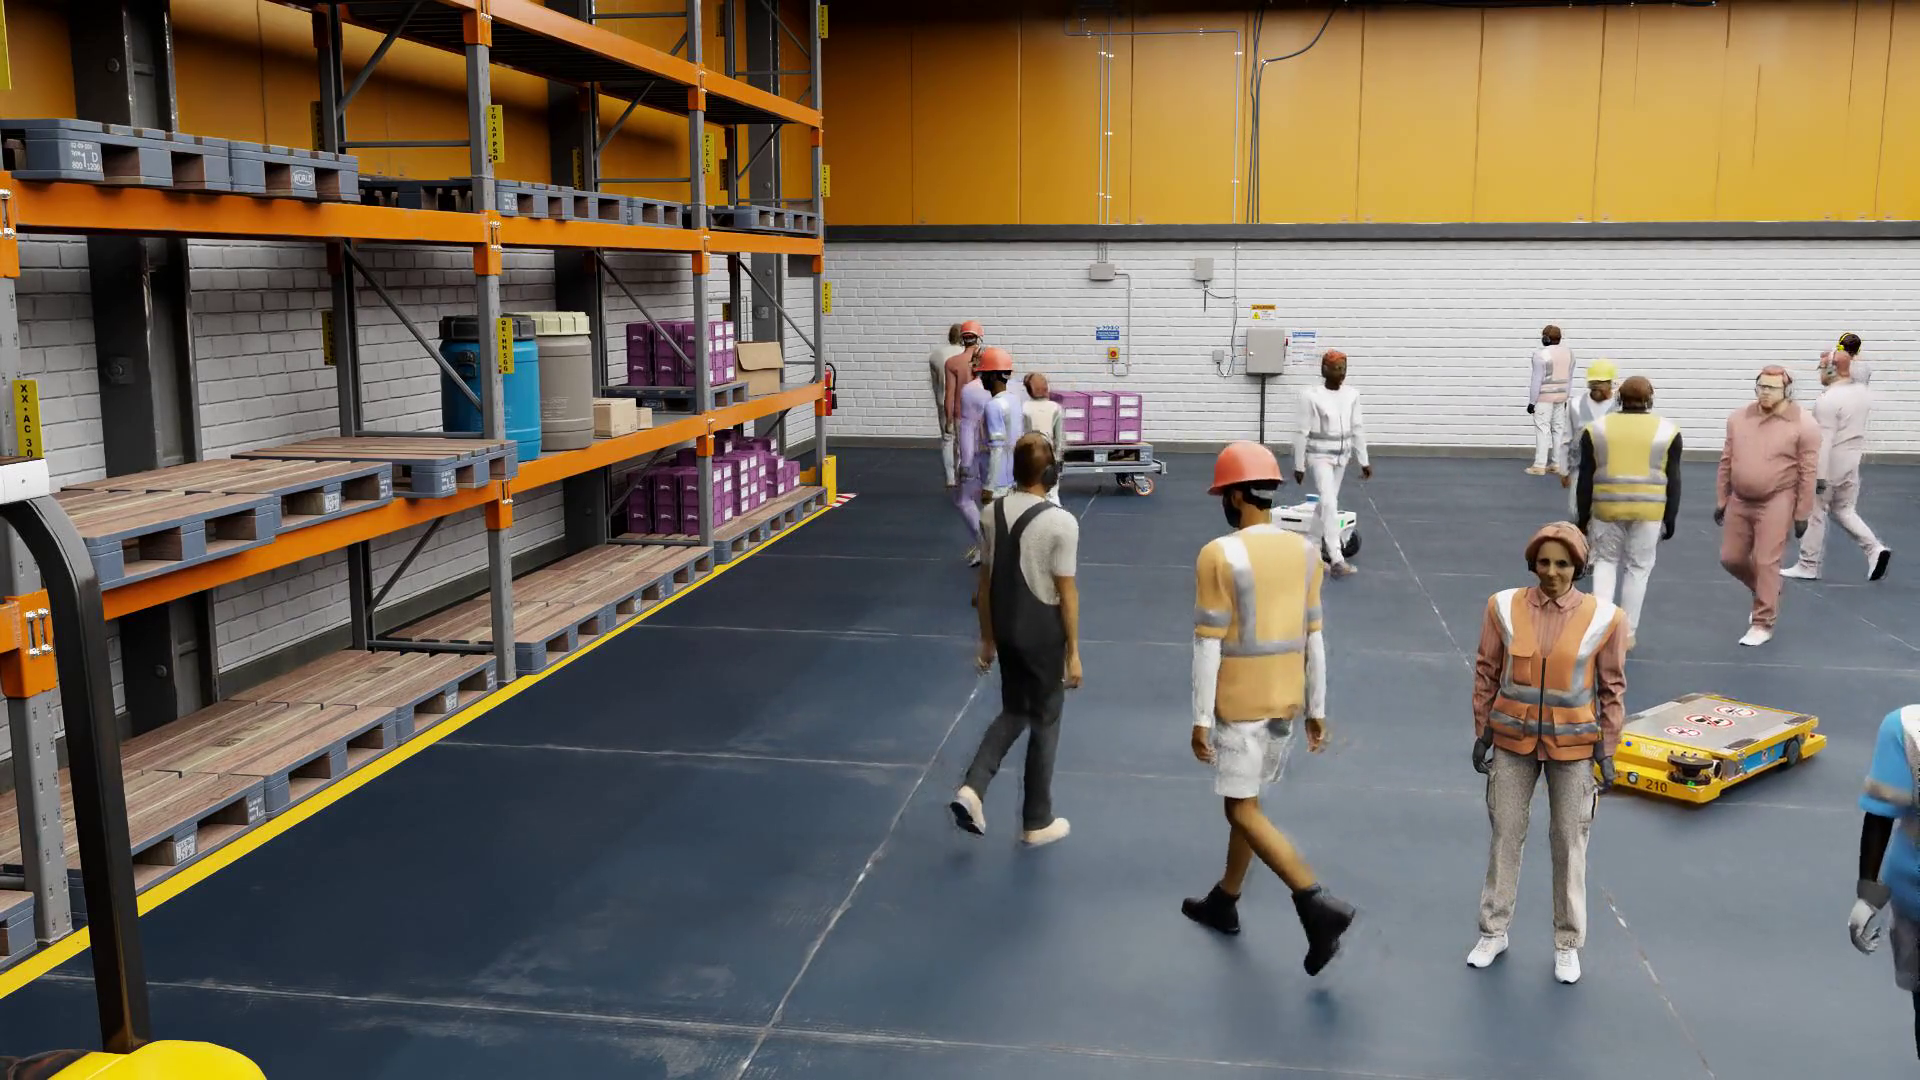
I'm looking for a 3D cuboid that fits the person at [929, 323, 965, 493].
[{"bbox_3d":[-0.034,-1.506,18.941,0.622,1.906,0.682,3,10,19],"label":"person"}]

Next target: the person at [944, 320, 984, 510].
[{"bbox_3d":[0.131,-1.288,17.357,0.608,1.988,0.392,-1,9,-8],"label":"person"}]

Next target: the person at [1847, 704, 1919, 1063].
[{"bbox_3d":[2.625,0.988,4.353,0.542,1.646,0.890,7,12,38],"label":"person"}]

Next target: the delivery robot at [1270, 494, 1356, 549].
[{"bbox_3d":[3.066,-0.155,14.483,0.707,0.478,0.477,6,11,33],"label":"delivery robot"}]

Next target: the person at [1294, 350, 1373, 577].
[{"bbox_3d":[3.121,-0.621,13.675,0.582,1.846,0.910,-5,11,-29],"label":"person"}]

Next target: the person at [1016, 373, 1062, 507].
[{"bbox_3d":[0.713,-0.707,14.980,0.524,1.598,0.877,-4,10,-22],"label":"person"}]

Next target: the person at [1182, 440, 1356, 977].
[{"bbox_3d":[1.135,0.601,6.026,0.573,1.896,0.843,-6,11,-31],"label":"person"}]

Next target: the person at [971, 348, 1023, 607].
[{"bbox_3d":[0.269,-0.463,12.417,0.356,1.936,0.551,3,10,18],"label":"person"}]

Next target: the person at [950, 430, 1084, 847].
[{"bbox_3d":[0.263,0.447,7.131,0.518,1.830,0.518,9,13,43],"label":"person"}]

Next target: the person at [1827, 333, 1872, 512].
[{"bbox_3d":[9.110,-1.200,17.178,0.514,1.872,0.328,-2,9,-12],"label":"person"}]

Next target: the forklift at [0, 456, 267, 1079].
[{"bbox_3d":[-2.328,0.975,2.765,2.313,2.155,1.214,1,9,9],"label":"forklift"}]

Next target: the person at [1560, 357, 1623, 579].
[{"bbox_3d":[5.193,-0.583,13.567,0.588,1.810,0.433,5,10,26],"label":"person"}]

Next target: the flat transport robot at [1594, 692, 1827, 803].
[{"bbox_3d":[3.749,1.021,8.396,1.431,0.197,0.652,-8,12,-40],"label":"flat transport robot"}]

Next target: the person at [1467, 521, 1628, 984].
[{"bbox_3d":[2.075,0.744,5.905,0.512,1.637,0.309,5,10,28],"label":"person"}]

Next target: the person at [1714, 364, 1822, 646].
[{"bbox_3d":[5.454,-0.245,11.221,0.559,1.889,0.655,-6,11,-35],"label":"person"}]

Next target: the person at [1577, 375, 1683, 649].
[{"bbox_3d":[4.419,-0.177,11.001,0.637,1.822,0.433,5,10,26],"label":"person"}]

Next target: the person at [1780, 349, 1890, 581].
[{"bbox_3d":[7.030,-0.582,13.300,0.663,1.884,0.732,-6,11,-34],"label":"person"}]

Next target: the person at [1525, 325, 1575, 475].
[{"bbox_3d":[7.238,-1.710,20.456,0.641,1.835,0.430,-4,10,-25],"label":"person"}]

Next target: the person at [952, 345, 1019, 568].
[{"bbox_3d":[0.193,-0.681,13.912,0.662,1.886,0.435,-9,13,-44],"label":"person"}]
